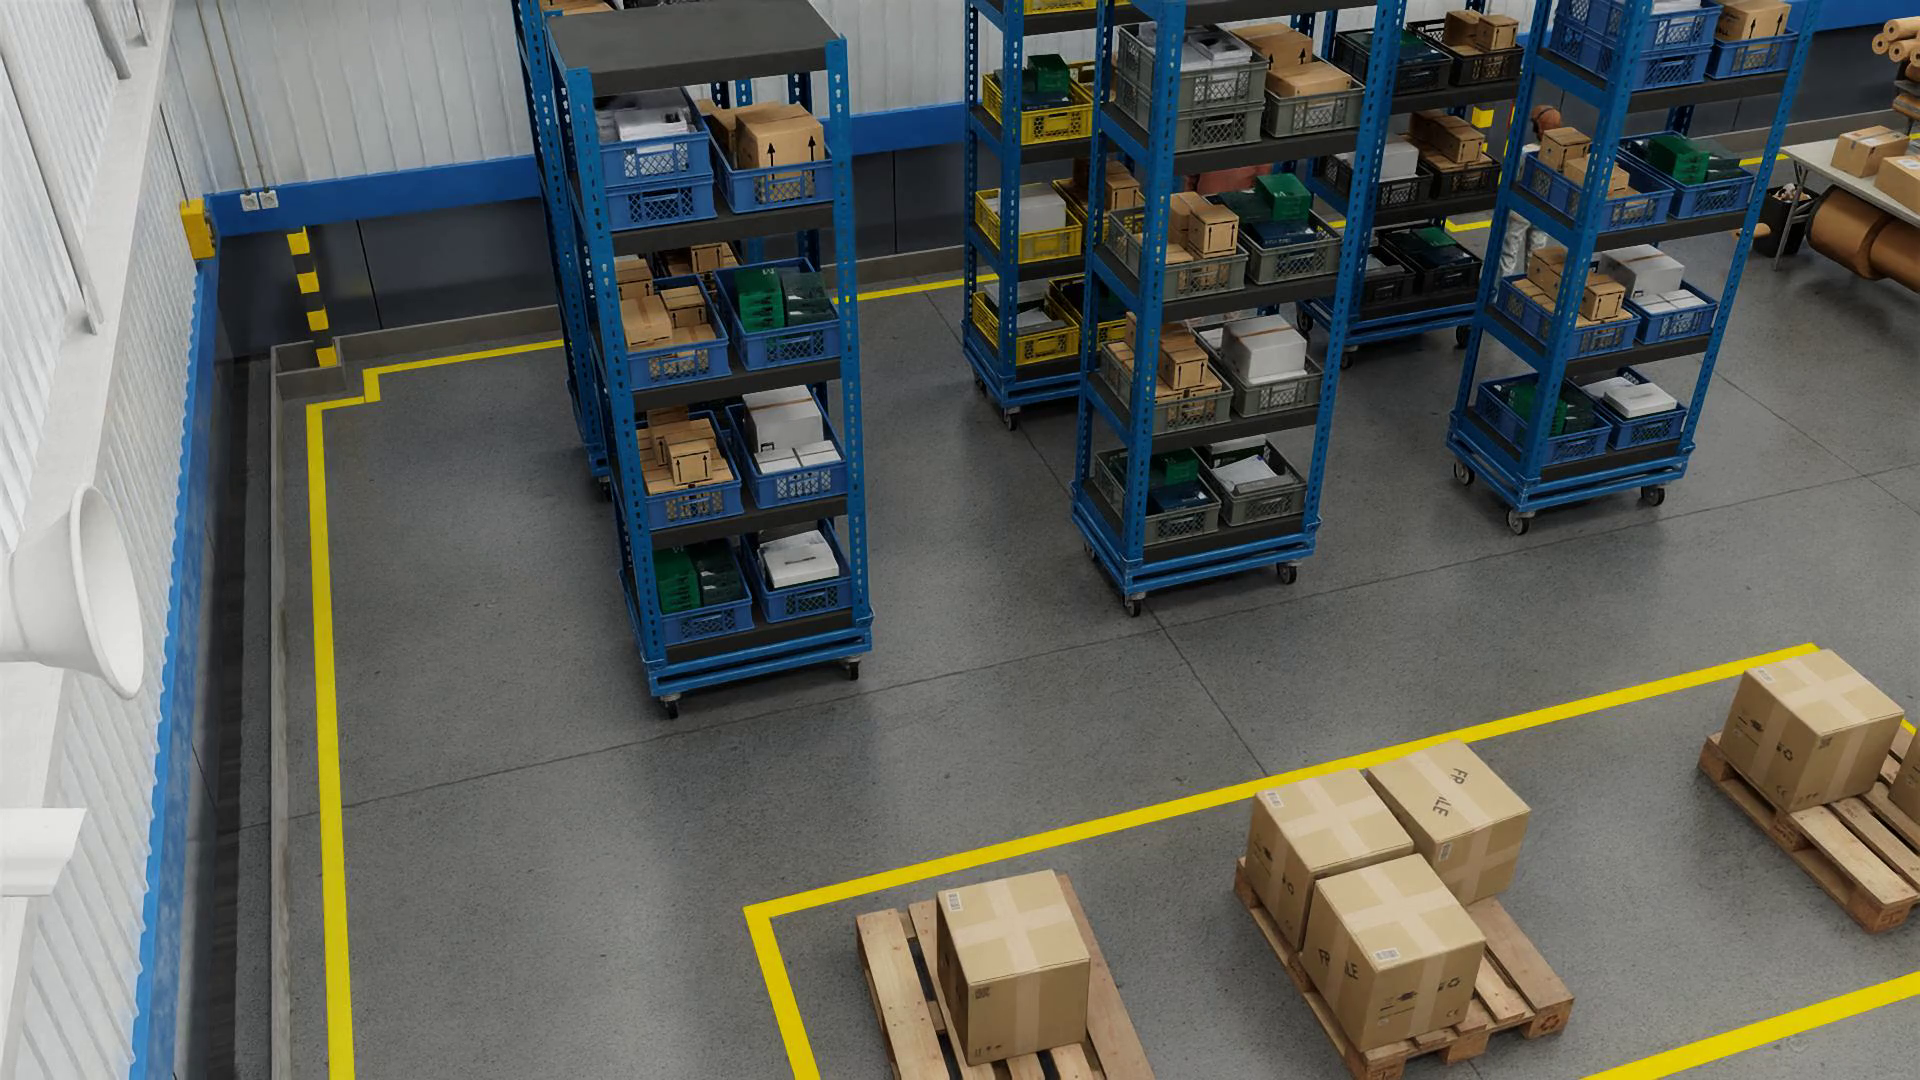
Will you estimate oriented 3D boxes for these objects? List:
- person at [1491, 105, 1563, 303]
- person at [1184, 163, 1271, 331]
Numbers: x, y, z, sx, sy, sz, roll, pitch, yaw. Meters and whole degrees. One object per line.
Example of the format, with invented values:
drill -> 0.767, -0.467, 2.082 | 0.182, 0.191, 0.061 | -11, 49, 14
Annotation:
person -> 4.178, -2.388, 12.245 | 0.519, 1.633, 0.312 | -8, 36, -11
person -> 1.827, -2.201, 11.668 | 0.611, 1.995, 0.380 | 18, 39, 24
